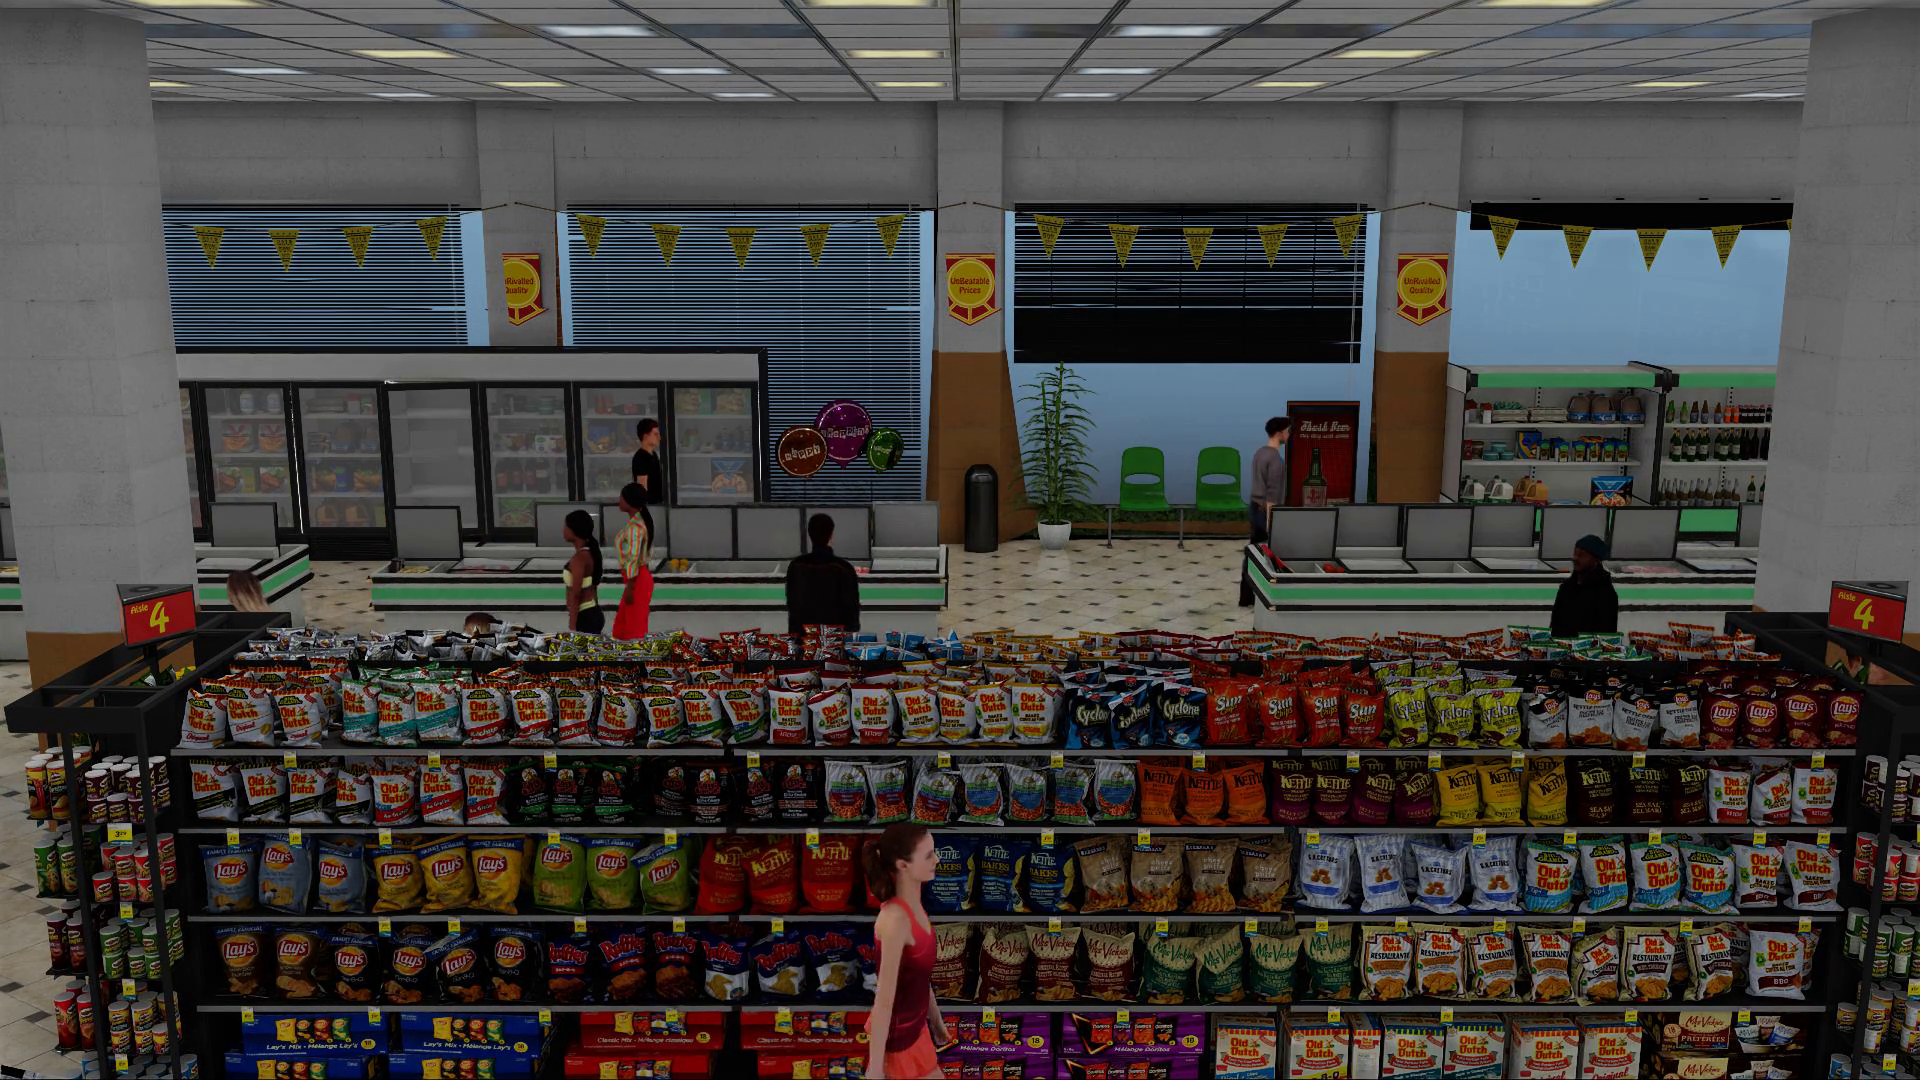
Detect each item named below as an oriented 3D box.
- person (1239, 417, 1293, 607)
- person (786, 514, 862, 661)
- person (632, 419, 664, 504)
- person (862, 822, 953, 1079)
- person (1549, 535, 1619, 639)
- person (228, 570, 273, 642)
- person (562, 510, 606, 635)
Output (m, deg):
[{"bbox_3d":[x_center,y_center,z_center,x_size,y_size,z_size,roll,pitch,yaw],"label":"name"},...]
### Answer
[{"bbox_3d":[2.889,-0.249,16.192,0.863,1.884,0.823,-3,12,-16],"label":"person"},{"bbox_3d":[-0.995,0.736,11.652,1.036,1.828,0.991,4,13,19],"label":"person"},{"bbox_3d":[-3.136,-0.273,16.378,0.818,1.854,0.685,0,12,-1],"label":"person"},{"bbox_3d":[-0.307,1.918,6.346,1.154,1.700,0.588,0,12,2],"label":"person"},{"bbox_3d":[4.257,0.862,11.186,1.264,1.773,0.895,-3,12,-14],"label":"person"},{"bbox_3d":[-4.502,1.013,10.680,0.562,1.685,0.630,-1,12,-7],"label":"person"},{"bbox_3d":[-2.672,0.653,12.267,0.978,1.735,0.551,0,12,1],"label":"person"}]
